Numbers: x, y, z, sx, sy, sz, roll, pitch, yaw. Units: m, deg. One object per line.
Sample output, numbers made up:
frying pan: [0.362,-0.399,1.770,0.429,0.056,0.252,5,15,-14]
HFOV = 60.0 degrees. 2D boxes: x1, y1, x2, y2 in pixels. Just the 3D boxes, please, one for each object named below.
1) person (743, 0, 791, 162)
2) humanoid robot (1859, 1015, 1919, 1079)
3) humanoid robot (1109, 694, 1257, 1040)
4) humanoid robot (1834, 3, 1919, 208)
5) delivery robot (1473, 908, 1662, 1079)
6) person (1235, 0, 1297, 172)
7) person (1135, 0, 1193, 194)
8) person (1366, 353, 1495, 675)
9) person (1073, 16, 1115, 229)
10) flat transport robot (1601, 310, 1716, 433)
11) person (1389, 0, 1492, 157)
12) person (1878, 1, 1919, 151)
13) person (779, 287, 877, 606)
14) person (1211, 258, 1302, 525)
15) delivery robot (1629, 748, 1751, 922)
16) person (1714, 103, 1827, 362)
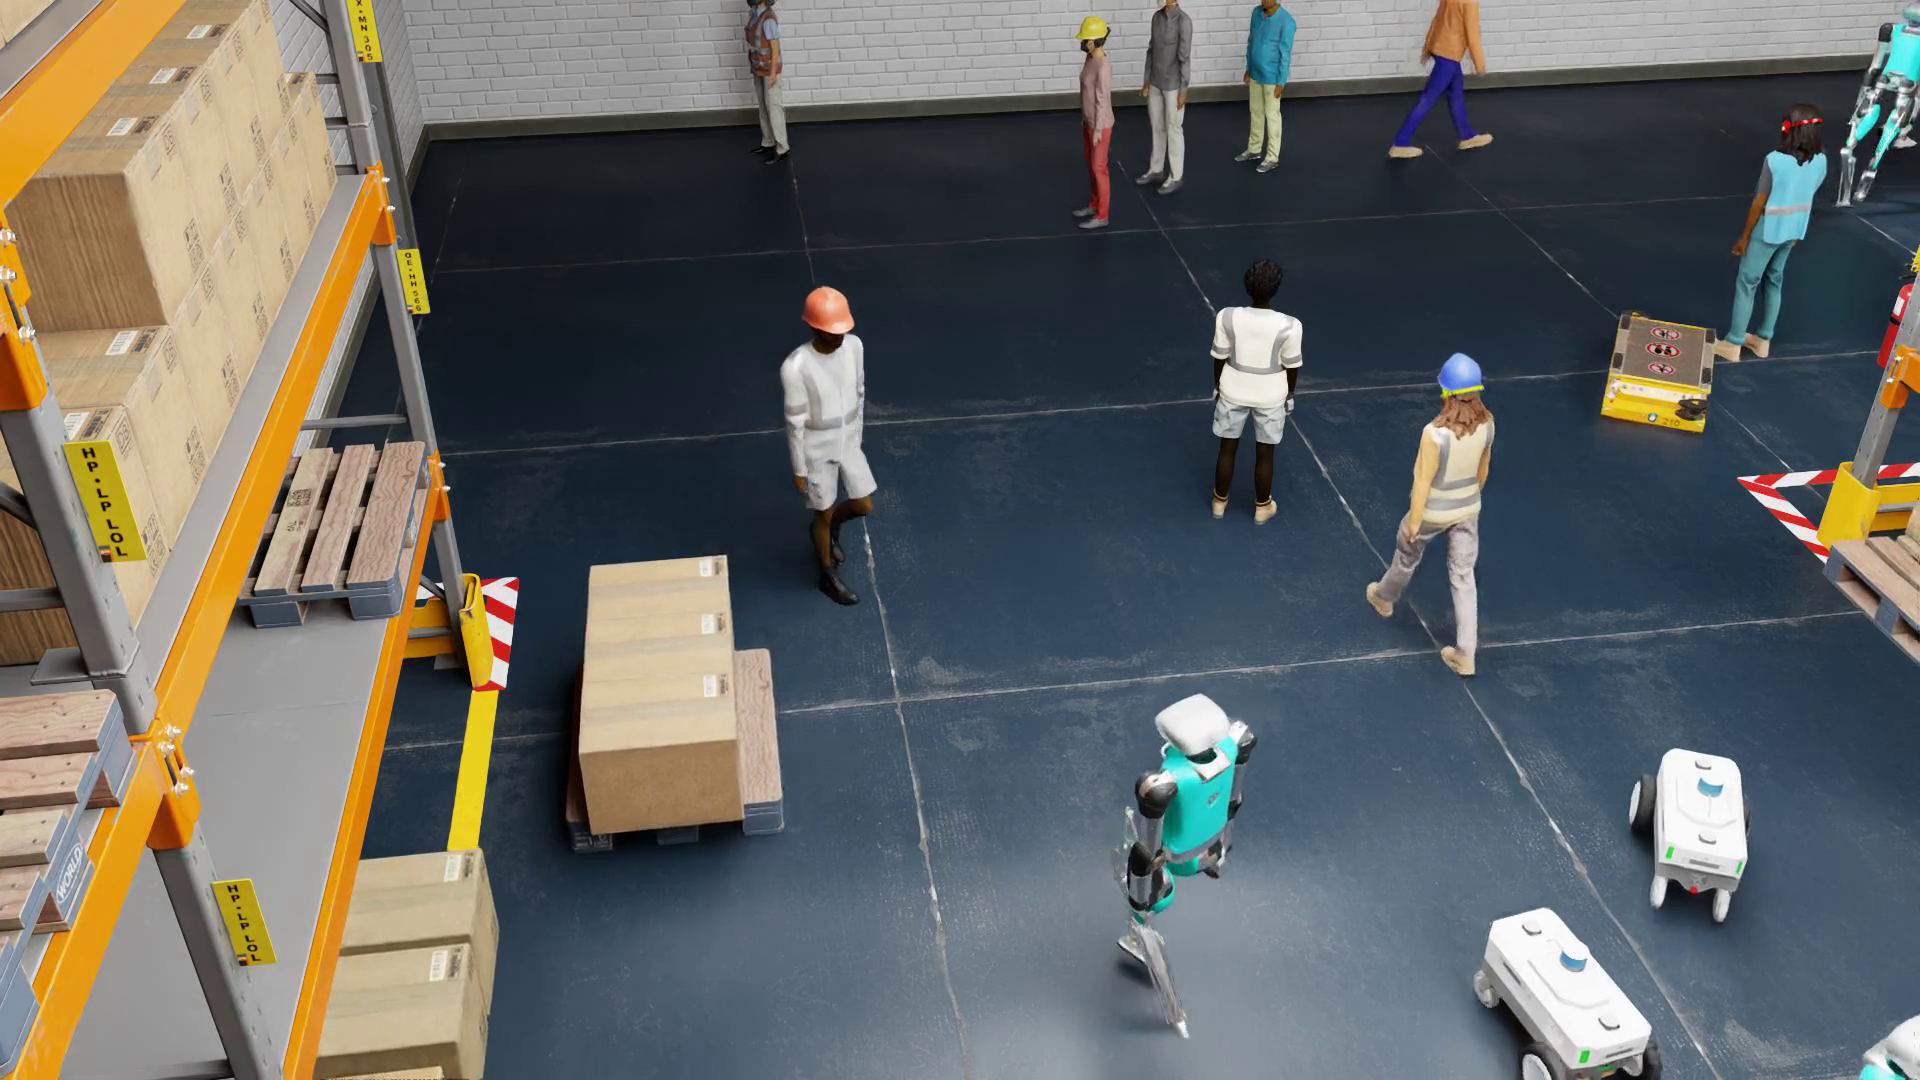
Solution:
person: [-1.778,-4.283,15.121,0.323,1.688,0.464,-17,37,-24]
humanoid robot: [2.919,2.262,5.083,0.548,1.826,0.732,-19,38,-27]
humanoid robot: [0.709,1.223,6.648,0.602,1.780,0.840,-24,40,-32]
humanoid robot: [7.715,-3.556,13.998,0.532,1.744,0.985,28,42,36]
delivery robot: [2.436,1.858,6.715,0.499,0.564,0.744,-10,34,-15]
person: [2.730,-4.198,14.937,0.354,1.744,0.562,-17,37,-24]
person: [1.812,-3.981,14.477,0.392,1.892,0.542,-20,38,-28]
person: [2.572,-0.167,8.771,0.500,1.728,0.921,-9,34,-14]
person: [1.094,-3.450,13.782,0.352,1.755,0.513,-6,34,-9]
flat transport robot: [4.925,-1.203,11.696,0.659,0.231,1.431,13,35,19]
person: [4.489,-4.436,15.145,1.034,1.922,0.537,-2,33,-4]
person: [8.807,-4.373,15.258,0.578,1.672,0.504,-13,35,-19]
person: [-0.732,-0.521,9.135,0.549,1.924,0.484,-25,40,-33]
person: [1.739,-0.867,9.871,0.534,1.699,0.318,11,35,16]
delivery robot: [3.367,1.298,7.598,0.499,0.591,0.781,10,35,15]
person: [5.707,-2.130,11.668,0.509,1.859,0.392,-11,35,-16]
